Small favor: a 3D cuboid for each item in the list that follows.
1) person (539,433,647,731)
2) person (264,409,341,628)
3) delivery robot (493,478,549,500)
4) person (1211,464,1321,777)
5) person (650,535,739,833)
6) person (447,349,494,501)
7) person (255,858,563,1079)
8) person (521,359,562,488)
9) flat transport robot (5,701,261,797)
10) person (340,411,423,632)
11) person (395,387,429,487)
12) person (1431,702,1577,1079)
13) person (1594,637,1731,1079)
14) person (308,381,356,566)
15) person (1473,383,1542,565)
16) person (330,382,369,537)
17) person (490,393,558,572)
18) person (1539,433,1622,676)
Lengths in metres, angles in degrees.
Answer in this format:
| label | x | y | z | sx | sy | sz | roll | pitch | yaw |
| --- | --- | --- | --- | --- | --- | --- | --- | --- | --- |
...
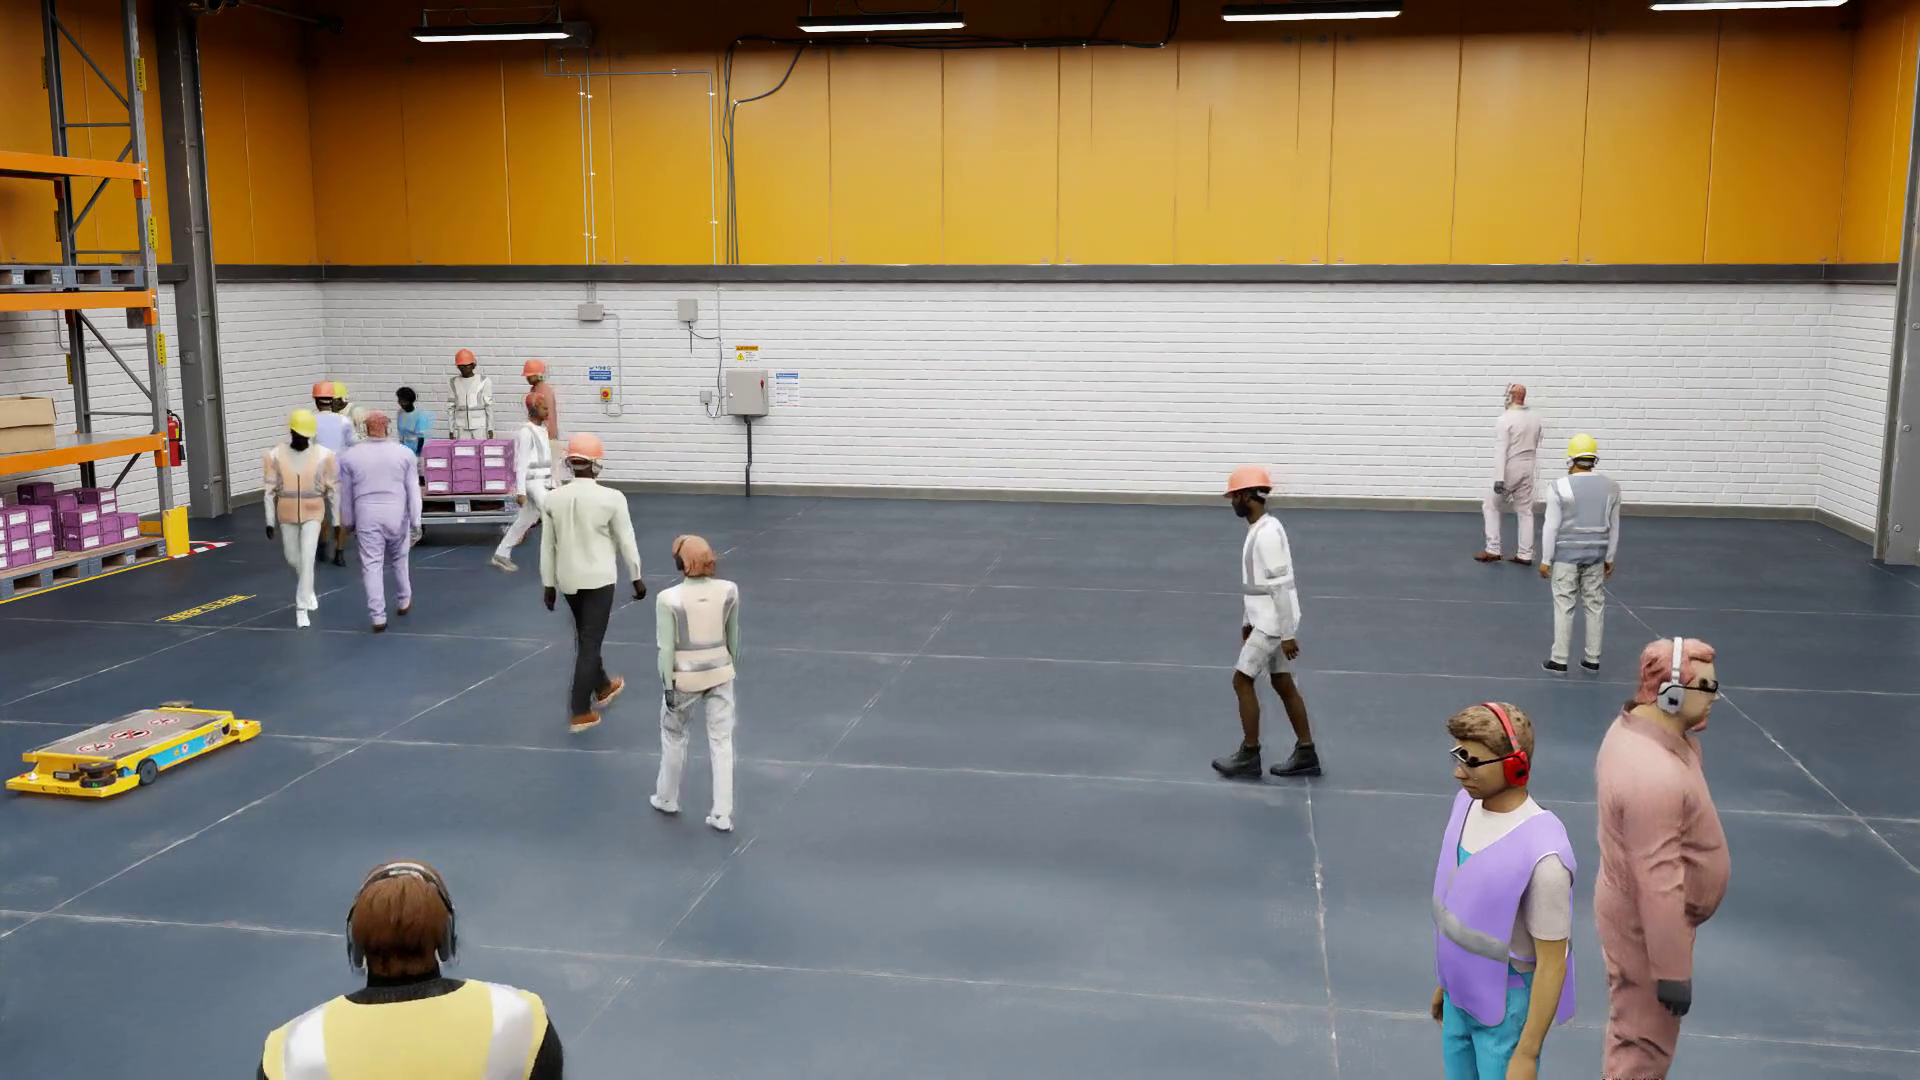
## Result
| label | x | y | z | sx | sy | sz | roll | pitch | yaw |
| --- | --- | --- | --- | --- | --- | --- | --- | --- | --- |
| person | -2.445 | 0.252 | 11.279 | 0.622 | 1.950 | 0.976 | 3 | 10 | 20 |
| person | -5.735 | -0.223 | 14.514 | 0.613 | 1.872 | 0.878 | -2 | 9 | -14 |
| delivery robot | -5.279 | -0.500 | 19.975 | 0.707 | 0.478 | 0.477 | 2 | 9 | 12 |
| person | 1.835 | 0.492 | 9.971 | 0.773 | 1.884 | 0.559 | 2 | 9 | 13 |
| person | -1.467 | 0.766 | 9.155 | 0.521 | 1.611 | 0.752 | -5 | 11 | -30 |
| person | -6.463 | -1.507 | 21.969 | 0.609 | 2.032 | 0.409 | 0 | 9 | 1 |
| person | -1.162 | 1.568 | 3.631 | 0.654 | 1.789 | 0.976 | -3 | 10 | -19 |
| person | -5.295 | -1.270 | 20.702 | 0.815 | 1.952 | 0.636 | -7 | 11 | -35 |
| flat transport robot | -5.034 | 1.263 | 10.210 | 0.652 | 0.197 | 1.431 | 2 | 9 | 13 |
| person | -4.972 | -0.186 | 14.322 | 0.664 | 1.842 | 1.002 | -2 | 9 | -14 |
| person | -6.701 | -1.029 | 20.153 | 0.570 | 1.645 | 0.763 | 5 | 11 | 30 |
| person | 1.538 | 1.357 | 4.775 | 0.390 | 1.838 | 0.563 | -2 | 9 | -10 |
| person | 2.228 | 1.238 | 5.322 | 0.406 | 1.903 | 0.662 | 3 | 10 | 18 |
| person | -6.593 | -0.701 | 17.325 | 0.577 | 1.906 | 0.794 | -5 | 11 | -30 |
| person | 5.707 | -0.687 | 17.323 | 0.674 | 1.880 | 0.723 | -6 | 11 | -31 |
| person | -7.059 | -0.921 | 19.067 | 0.609 | 1.783 | 0.697 | 6 | 11 | 34 |
| person | -4.303 | -0.562 | 16.714 | 1.007 | 1.838 | 0.589 | 0 | 9 | 2 |
| person | 4.653 | 0.111 | 12.527 | 0.597 | 1.830 | 0.403 | -1 | 9 | -6 |
